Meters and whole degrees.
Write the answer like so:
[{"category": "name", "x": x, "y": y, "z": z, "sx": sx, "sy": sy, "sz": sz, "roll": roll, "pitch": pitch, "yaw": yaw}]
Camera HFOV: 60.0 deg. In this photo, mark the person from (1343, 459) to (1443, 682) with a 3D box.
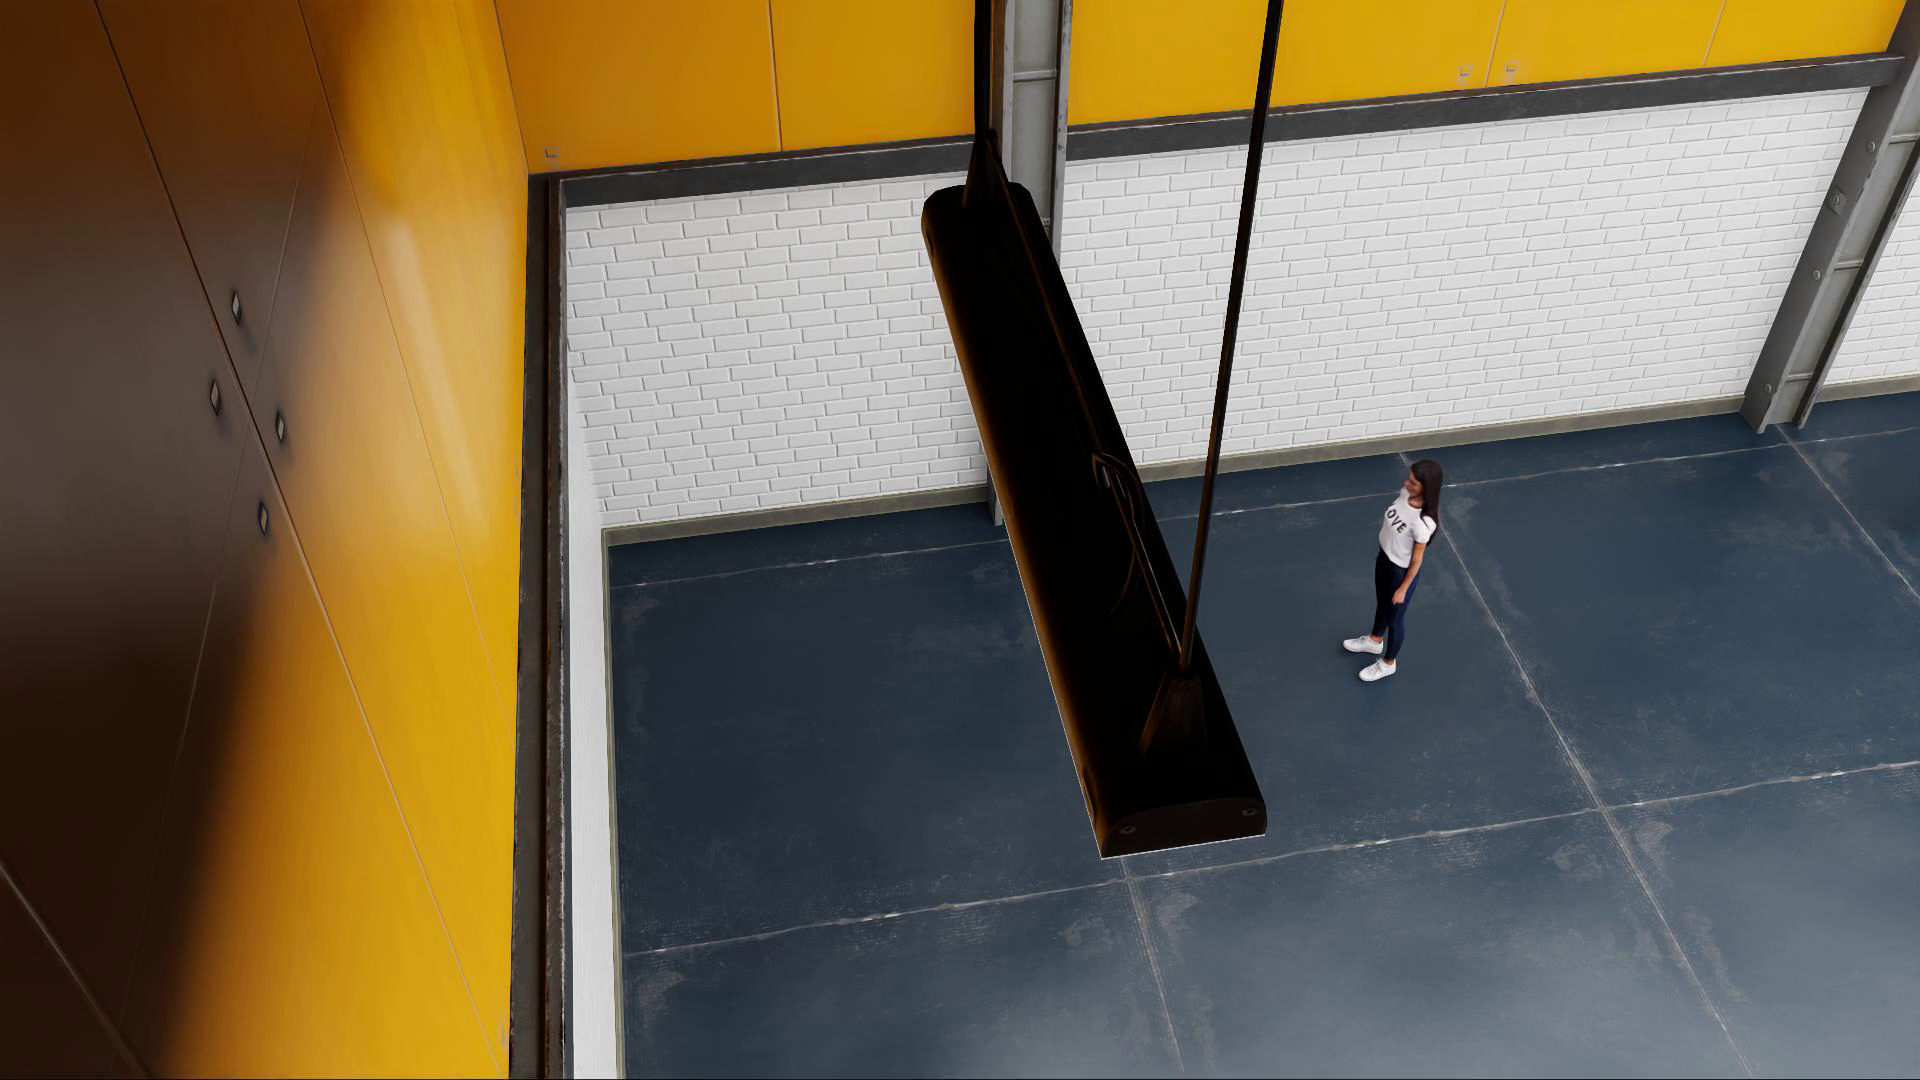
[{"category": "person", "x": 2.777, "y": 0.177, "z": 10.505, "sx": 0.510, "sy": 1.776, "sz": 0.583, "roll": -6, "pitch": 44, "yaw": -6}]
